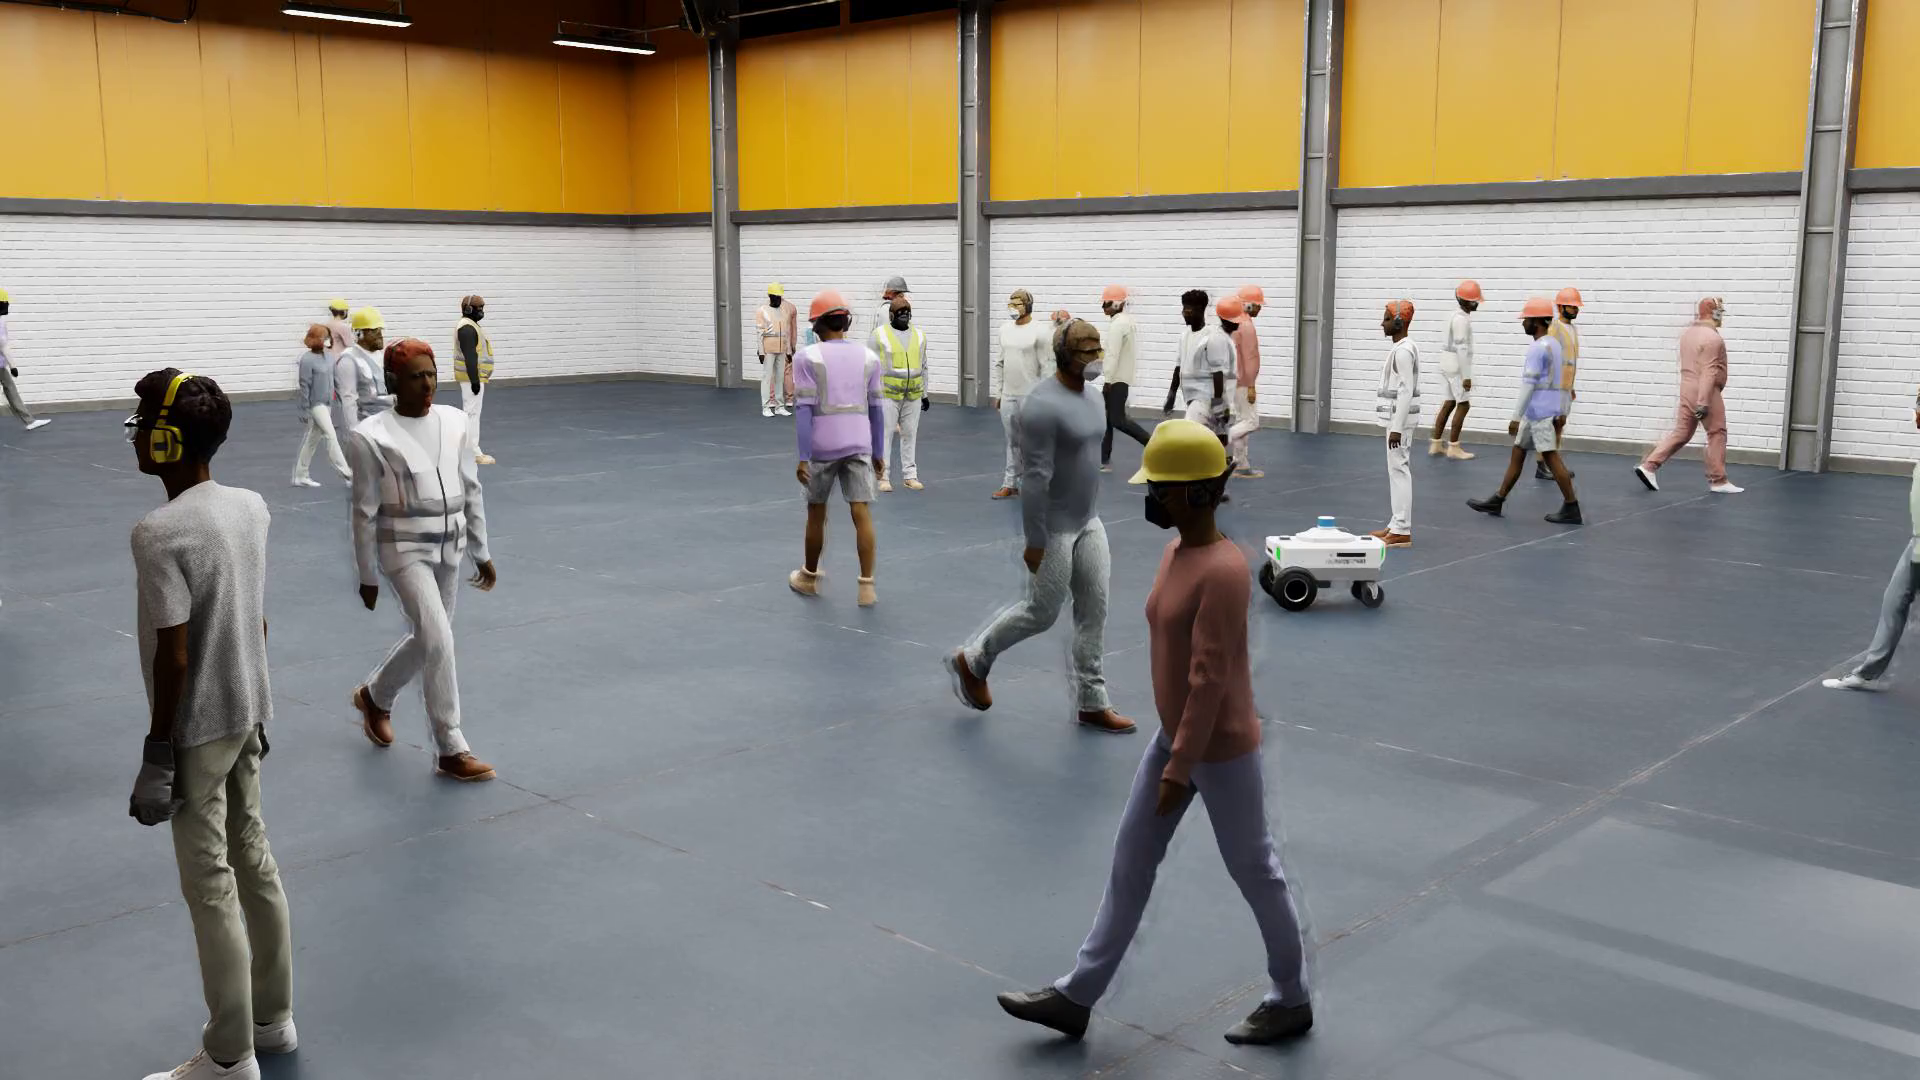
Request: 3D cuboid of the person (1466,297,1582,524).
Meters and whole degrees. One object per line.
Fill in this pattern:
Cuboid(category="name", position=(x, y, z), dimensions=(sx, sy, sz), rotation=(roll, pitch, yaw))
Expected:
Cuboid(category="person", position=(4.807, -1.085, 13.943), dimensions=(0.985, 1.883, 0.565), rotation=(6, 11, 31))

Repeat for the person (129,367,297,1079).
Cuboid(category="person", position=(-1.952, 0.496, 4.282), dimensions=(0.328, 1.877, 0.513), rotation=(1, 9, 5))

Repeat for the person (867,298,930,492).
Cuboid(category="person", position=(-0.572, -1.386, 15.917), dimensions=(0.621, 1.845, 0.429), rotation=(-4, 10, -25))

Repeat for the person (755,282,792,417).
Cuboid(category="person", position=(-2.662, -2.735, 23.928), dimensions=(0.362, 1.928, 0.587), rotation=(9, 13, 44))

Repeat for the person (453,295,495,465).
Cuboid(category="person", position=(-5.284, -1.740, 18.105), dimensions=(0.430, 1.839, 0.619), rotation=(-3, 10, -17))

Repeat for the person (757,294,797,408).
Cuboid(category="person", position=(-2.805, -2.974, 25.456), dimensions=(0.637, 1.911, 0.403), rotation=(-4, 10, -23))

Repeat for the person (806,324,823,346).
Cuboid(category="person", position=(-1.933, -2.421, 22.969), dimensions=(0.633, 1.607, 0.517), rotation=(7, 11, 35))

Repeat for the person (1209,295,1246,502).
Cuboid(category="person", position=(2.381, -1.300, 15.268), dimensions=(0.452, 1.884, 0.735), rotation=(1, 9, 8))

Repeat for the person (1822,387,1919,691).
Cuboid(category="person", position=(4.812, 0.015, 8.131), dimensions=(0.877, 1.595, 0.512), rotation=(4, 10, 21))

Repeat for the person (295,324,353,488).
Cuboid(category="person", position=(-6.125, -1.284, 16.059), dimensions=(0.852, 1.586, 0.514), rotation=(1, 9, 9))

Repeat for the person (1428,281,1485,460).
Cuboid(category="person", position=(5.519, -1.878, 18.516), dimensions=(0.532, 1.996, 0.692), rotation=(2, 10, 14))

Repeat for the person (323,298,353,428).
Cuboid(category="person", position=(-8.210, -2.357, 22.202), dimensions=(0.547, 1.716, 0.909), rotation=(9, 13, 44))

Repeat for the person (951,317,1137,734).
Cuboid(category="person", position=(0.387, -0.068, 7.661), dimensions=(0.852, 1.914, 0.638), rotation=(6, 11, 33))

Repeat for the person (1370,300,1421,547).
Cuboid(category="person", position=(3.342, -0.885, 12.717), dimensions=(0.340, 1.882, 0.586), rotation=(2, 10, 14))

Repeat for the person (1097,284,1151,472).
Cuboid(category="person", position=(1.700, -1.656, 17.204), dimensions=(0.838, 1.972, 0.625), rotation=(1, 9, 8))

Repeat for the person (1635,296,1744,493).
Cuboid(category="person", position=(6.956, -1.371, 15.740), dimensions=(0.927, 1.873, 0.641), rotation=(0, 9, -1))

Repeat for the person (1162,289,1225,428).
Cuboid(category="person", position=(2.038, -1.259, 14.863), dimensions=(0.780, 1.936, 0.633), rotation=(-3, 10, -16))

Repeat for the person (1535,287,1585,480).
Cuboid(category="person", position=(6.073, -1.573, 16.769), dimensions=(0.549, 1.936, 0.376), rotation=(-9, 13, -43))

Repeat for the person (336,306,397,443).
Cuboid(category="person", position=(-4.646, -0.931, 13.173), dimensions=(0.419, 1.822, 0.614), rotation=(3, 10, 15))

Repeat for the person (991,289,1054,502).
Cuboid(category="person", position=(0.570, -1.310, 15.155), dimensions=(0.627, 1.940, 0.375), rotation=(9, 13, 42))

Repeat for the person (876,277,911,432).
Cuboid(category="person", position=(-0.817, -2.388, 21.453), dimensions=(0.537, 2.000, 0.697), rotation=(0, 9, -3))

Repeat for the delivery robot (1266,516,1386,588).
Cuboid(category="delivery robot", position=(2.305, 0.095, 10.487), dimensions=(0.707, 0.478, 0.477), rotation=(0, 9, -1))

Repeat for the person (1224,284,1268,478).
Cuboid(category="person", position=(2.762, -1.572, 16.664), dimensions=(0.597, 1.970, 0.636), rotation=(-1, 9, -4))

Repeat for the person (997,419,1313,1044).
Cuboid(category="person", position=(0.578, 0.543, 4.452), dimensions=(0.900, 1.718, 0.540), rotation=(-2, 9, -13))

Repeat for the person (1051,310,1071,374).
Cuboid(category="person", position=(1.223, -1.910, 19.752), dimensions=(0.310, 1.640, 0.514), rotation=(6, 11, 30))

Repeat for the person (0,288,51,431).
Cuboid(category="person", position=(-12.347, -2.300, 21.432), dimensions=(0.999, 1.866, 0.610), rotation=(-7, 12, -37))

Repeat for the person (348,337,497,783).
Cuboid(category="person", position=(-2.335, 0.061, 7.052), dimensions=(0.913, 1.847, 0.572), rotation=(6, 11, 30))

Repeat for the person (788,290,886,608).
Cuboid(category="person", position=(-0.790, -0.583, 10.600), dimensions=(0.641, 1.990, 0.860), rotation=(-5, 10, -27))
